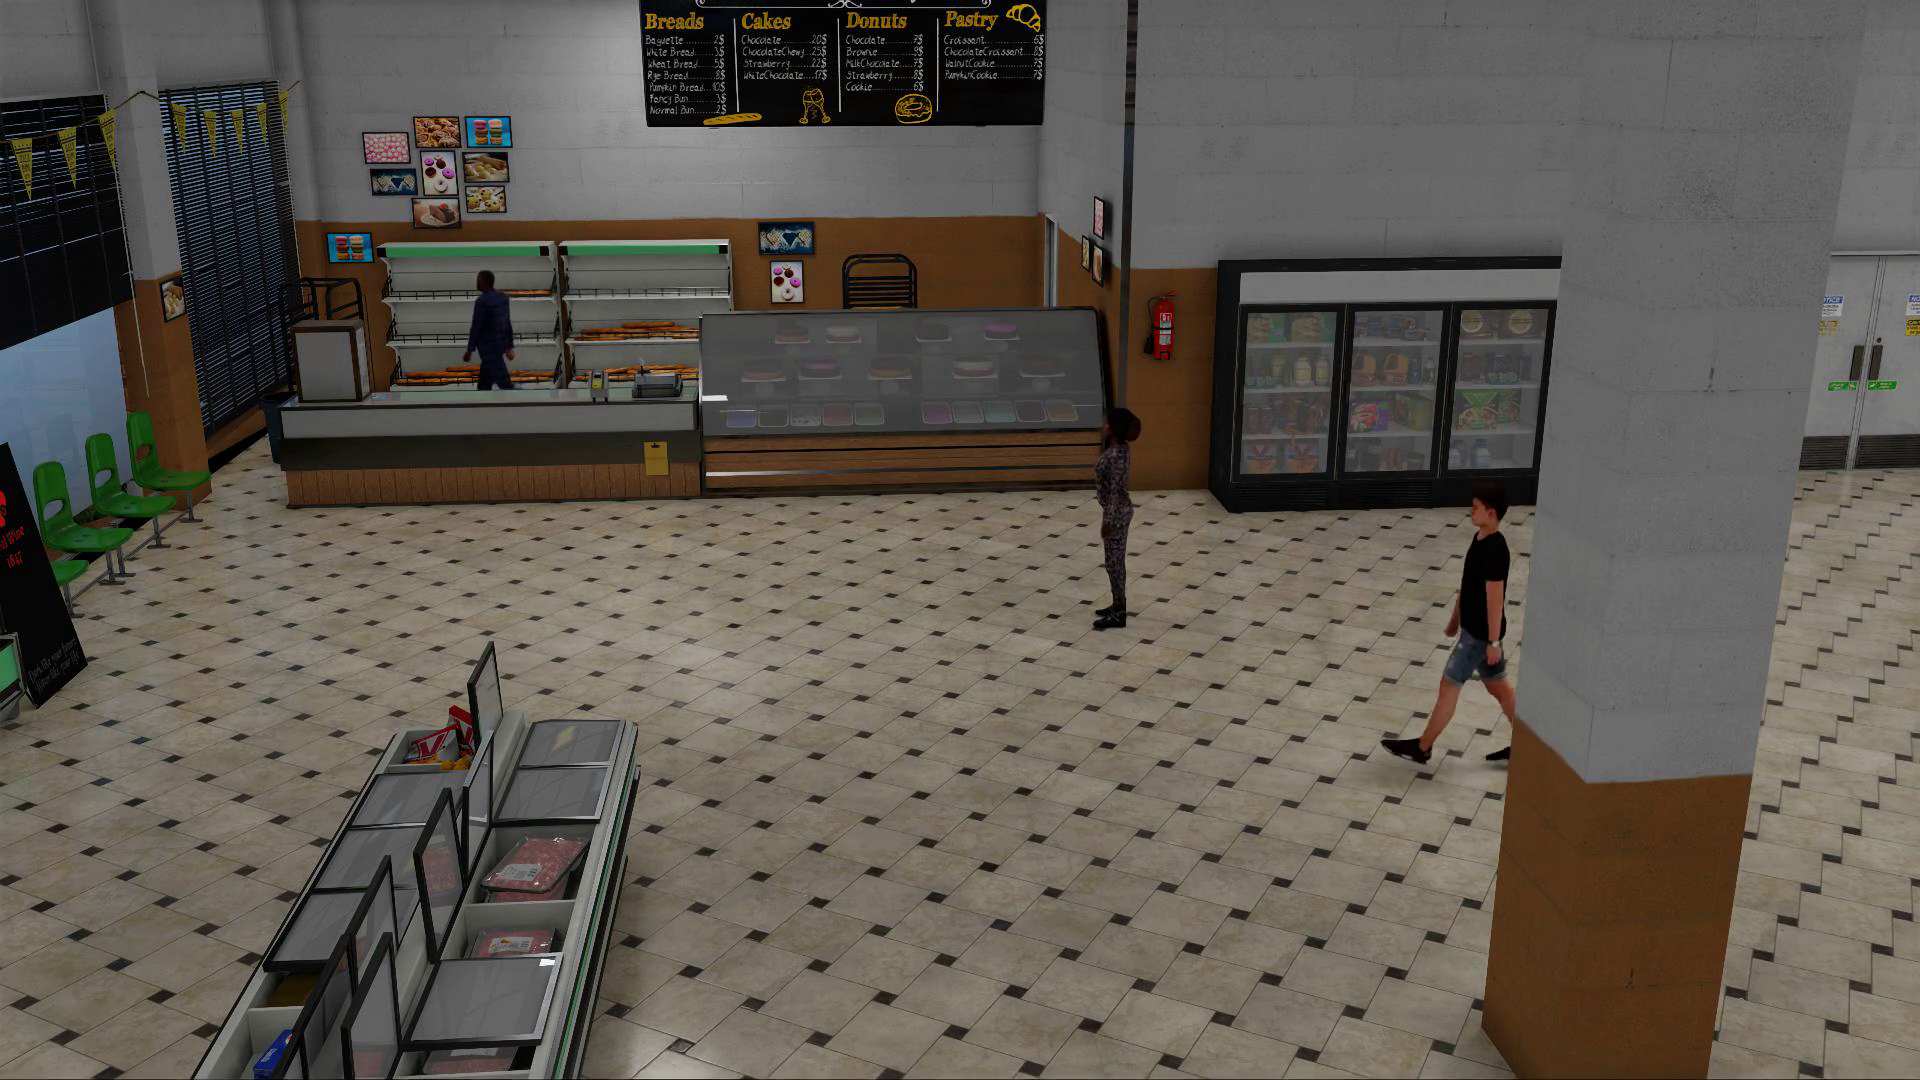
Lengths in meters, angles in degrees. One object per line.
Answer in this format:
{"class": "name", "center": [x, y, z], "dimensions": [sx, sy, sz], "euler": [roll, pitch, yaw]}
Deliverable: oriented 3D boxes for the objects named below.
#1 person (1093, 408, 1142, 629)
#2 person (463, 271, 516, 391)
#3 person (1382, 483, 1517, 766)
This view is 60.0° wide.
{"class": "person", "center": [1.192, -0.175, 12.729], "dimensions": [0.700, 1.713, 0.590], "euler": [3, 17, 10]}
{"class": "person", "center": [-5.322, -2.172, 19.202], "dimensions": [1.054, 1.773, 1.227], "euler": [5, 18, 17]}
{"class": "person", "center": [3.275, 0.570, 10.125], "dimensions": [0.994, 1.800, 1.213], "euler": [4, 17, 12]}
